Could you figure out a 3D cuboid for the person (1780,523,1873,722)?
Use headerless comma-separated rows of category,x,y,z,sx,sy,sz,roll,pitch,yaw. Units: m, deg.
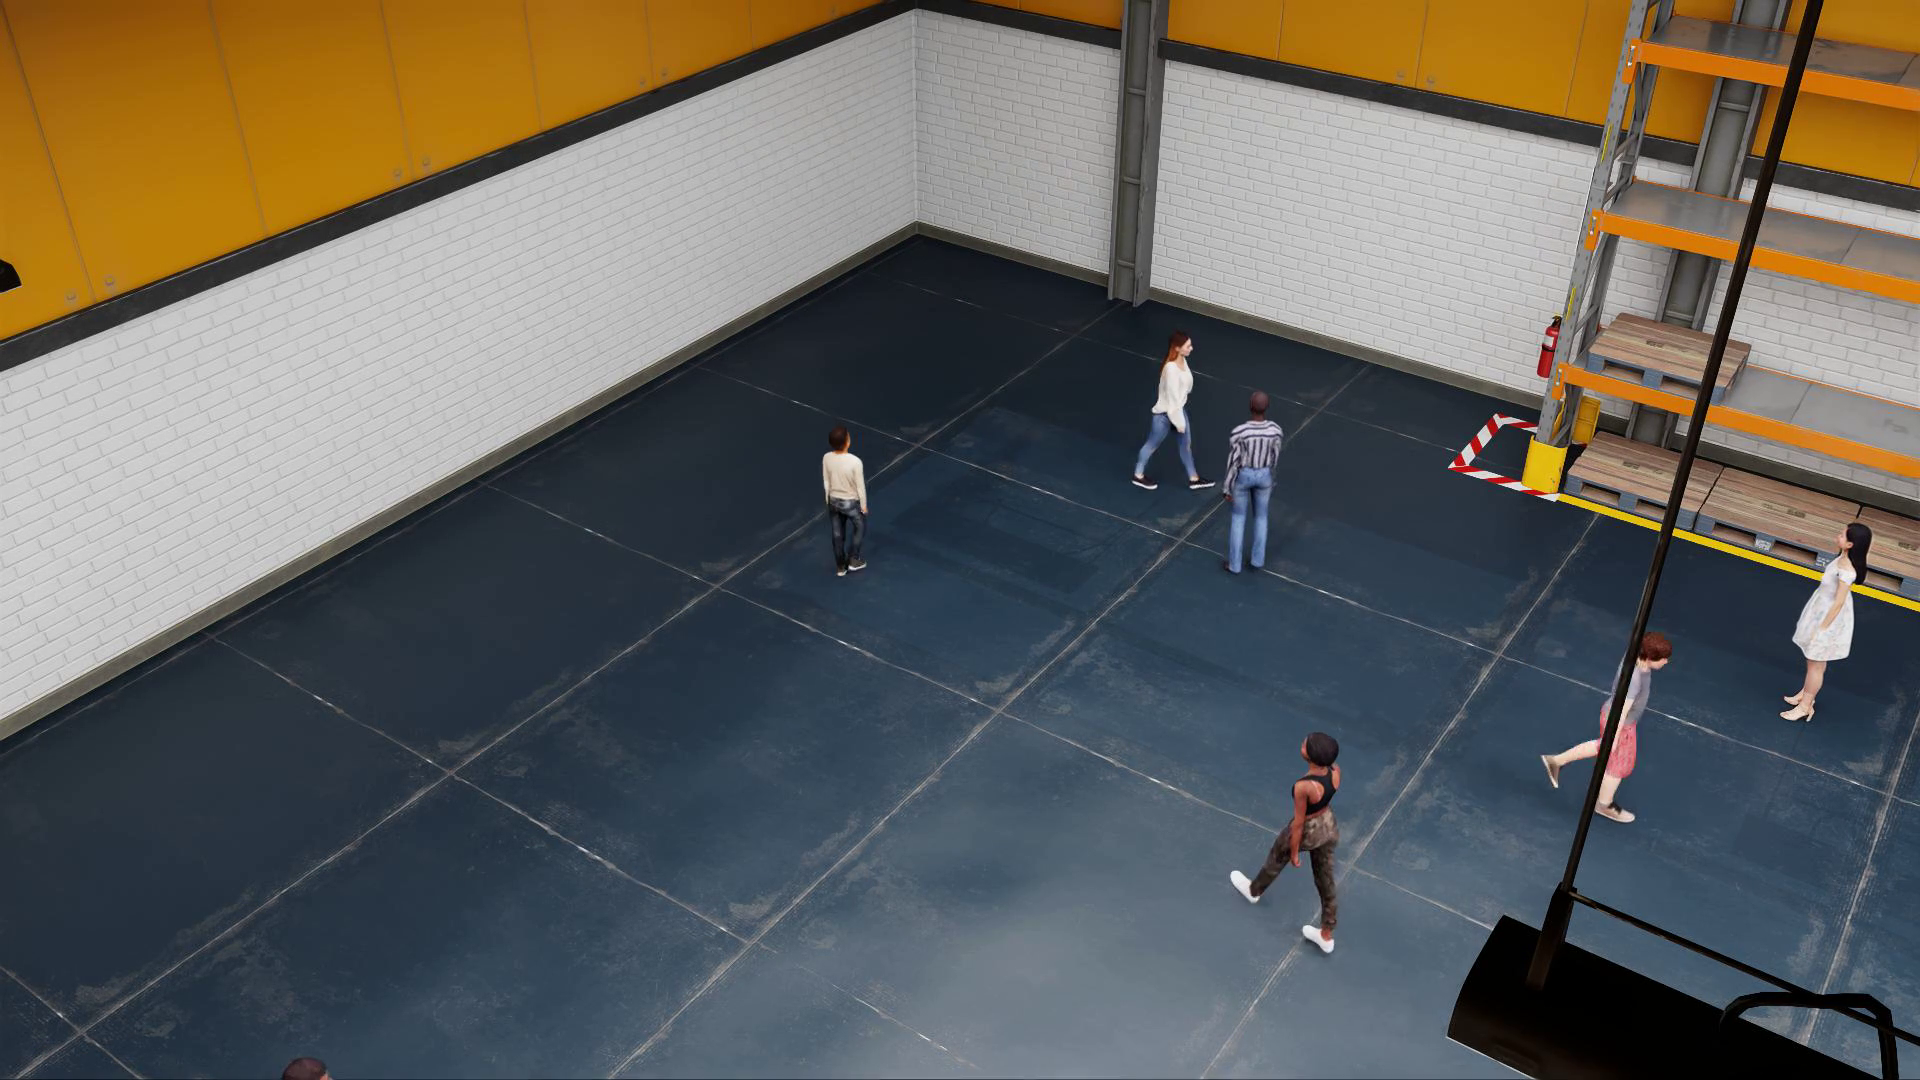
person,6.630,0.628,12.731,0.632,1.774,0.649,19,38,26

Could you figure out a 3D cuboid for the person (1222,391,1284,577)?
person,2.524,-0.479,14.377,0.704,1.795,0.757,-7,34,-10

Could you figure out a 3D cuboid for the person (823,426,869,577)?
person,-1.026,-0.294,14.402,0.556,1.459,0.687,10,35,15

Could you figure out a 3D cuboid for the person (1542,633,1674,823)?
person,4.622,1.283,11.877,0.979,1.628,0.668,16,37,22

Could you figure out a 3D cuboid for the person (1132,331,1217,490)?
person,1.866,-1.193,15.579,1.049,1.654,0.738,14,36,21

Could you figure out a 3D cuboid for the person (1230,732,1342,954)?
person,2.342,1.983,10.792,0.836,1.663,1.148,-20,39,-28
